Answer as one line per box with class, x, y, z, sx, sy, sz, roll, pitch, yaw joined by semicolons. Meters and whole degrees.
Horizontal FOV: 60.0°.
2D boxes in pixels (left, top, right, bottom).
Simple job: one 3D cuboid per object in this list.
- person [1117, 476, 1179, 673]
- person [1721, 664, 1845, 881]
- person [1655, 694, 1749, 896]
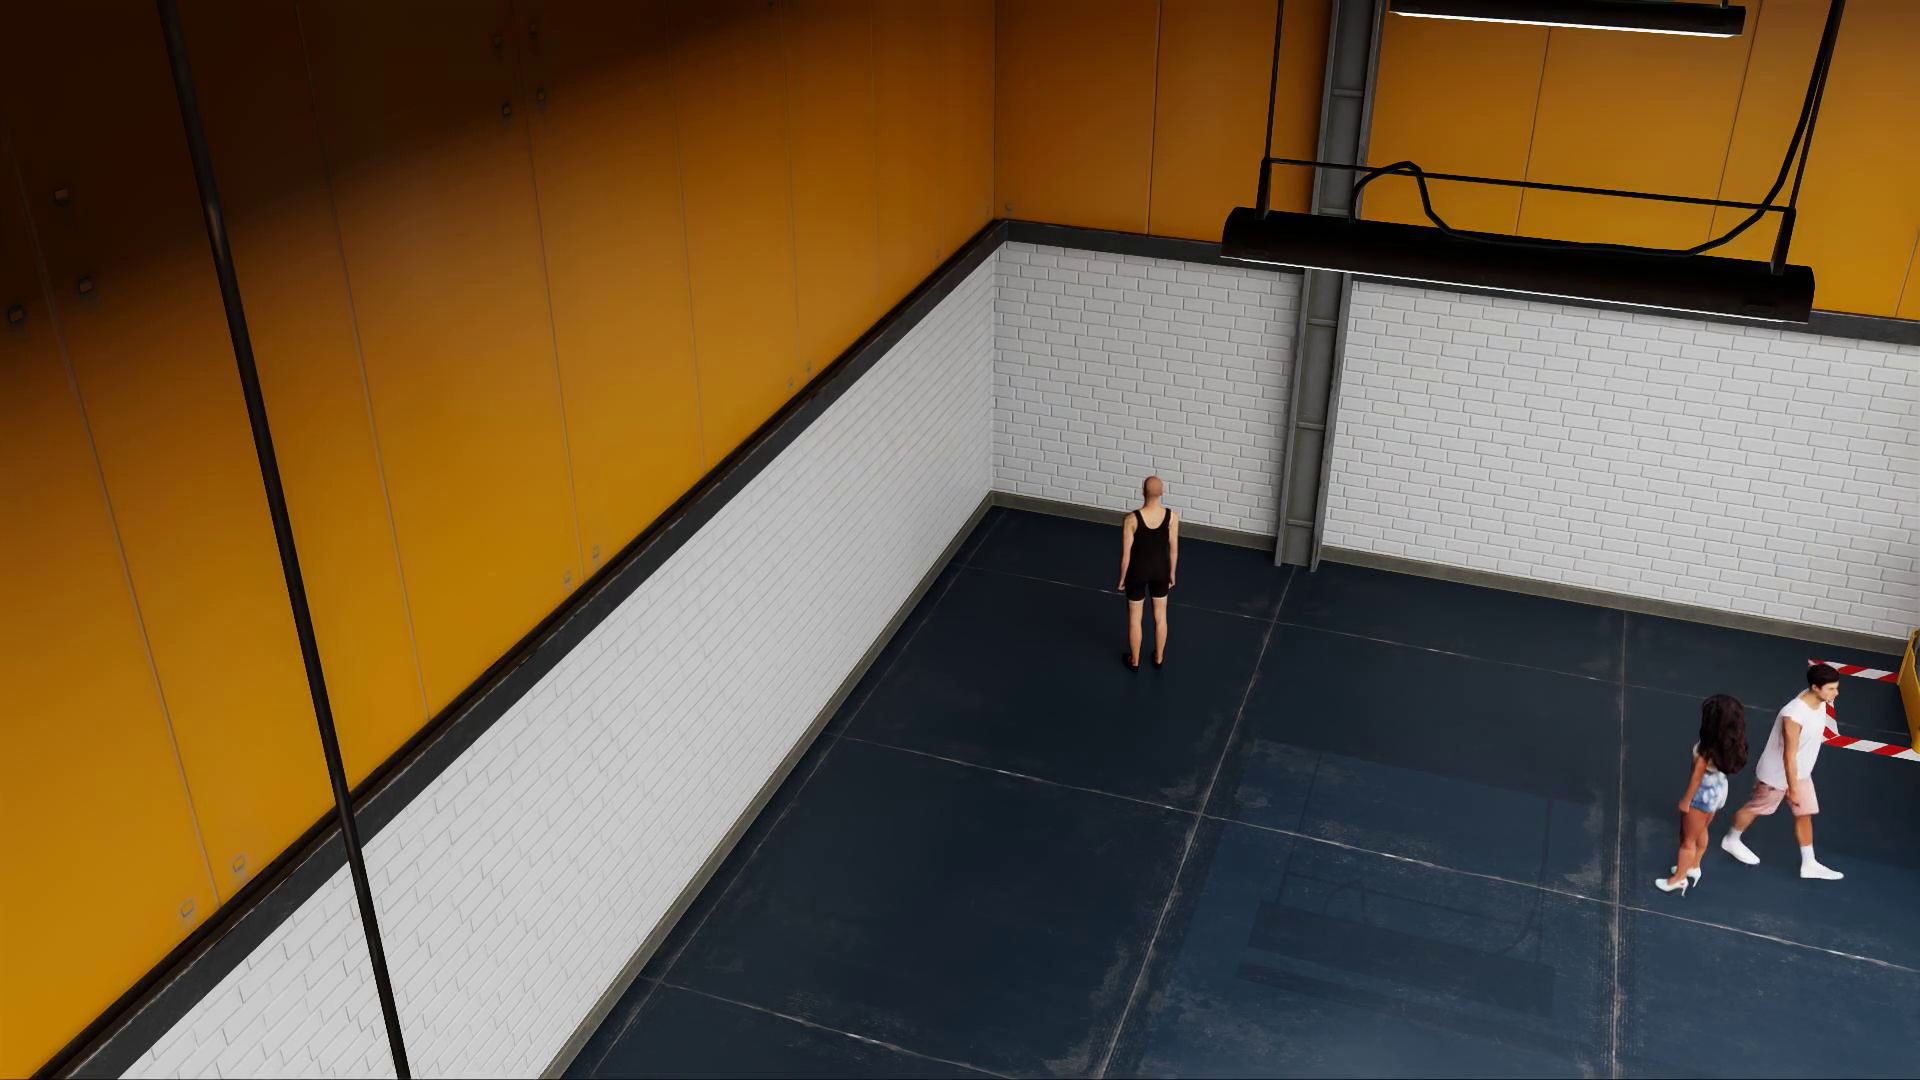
person;1.587;0.289;14.079;0.624;1.814;0.773;-4;29;-8
person;5.753;1.585;11.773;0.979;1.747;1.144;-21;35;-33
person;5.164;1.783;11.544;0.653;1.619;0.688;-26;38;-38
